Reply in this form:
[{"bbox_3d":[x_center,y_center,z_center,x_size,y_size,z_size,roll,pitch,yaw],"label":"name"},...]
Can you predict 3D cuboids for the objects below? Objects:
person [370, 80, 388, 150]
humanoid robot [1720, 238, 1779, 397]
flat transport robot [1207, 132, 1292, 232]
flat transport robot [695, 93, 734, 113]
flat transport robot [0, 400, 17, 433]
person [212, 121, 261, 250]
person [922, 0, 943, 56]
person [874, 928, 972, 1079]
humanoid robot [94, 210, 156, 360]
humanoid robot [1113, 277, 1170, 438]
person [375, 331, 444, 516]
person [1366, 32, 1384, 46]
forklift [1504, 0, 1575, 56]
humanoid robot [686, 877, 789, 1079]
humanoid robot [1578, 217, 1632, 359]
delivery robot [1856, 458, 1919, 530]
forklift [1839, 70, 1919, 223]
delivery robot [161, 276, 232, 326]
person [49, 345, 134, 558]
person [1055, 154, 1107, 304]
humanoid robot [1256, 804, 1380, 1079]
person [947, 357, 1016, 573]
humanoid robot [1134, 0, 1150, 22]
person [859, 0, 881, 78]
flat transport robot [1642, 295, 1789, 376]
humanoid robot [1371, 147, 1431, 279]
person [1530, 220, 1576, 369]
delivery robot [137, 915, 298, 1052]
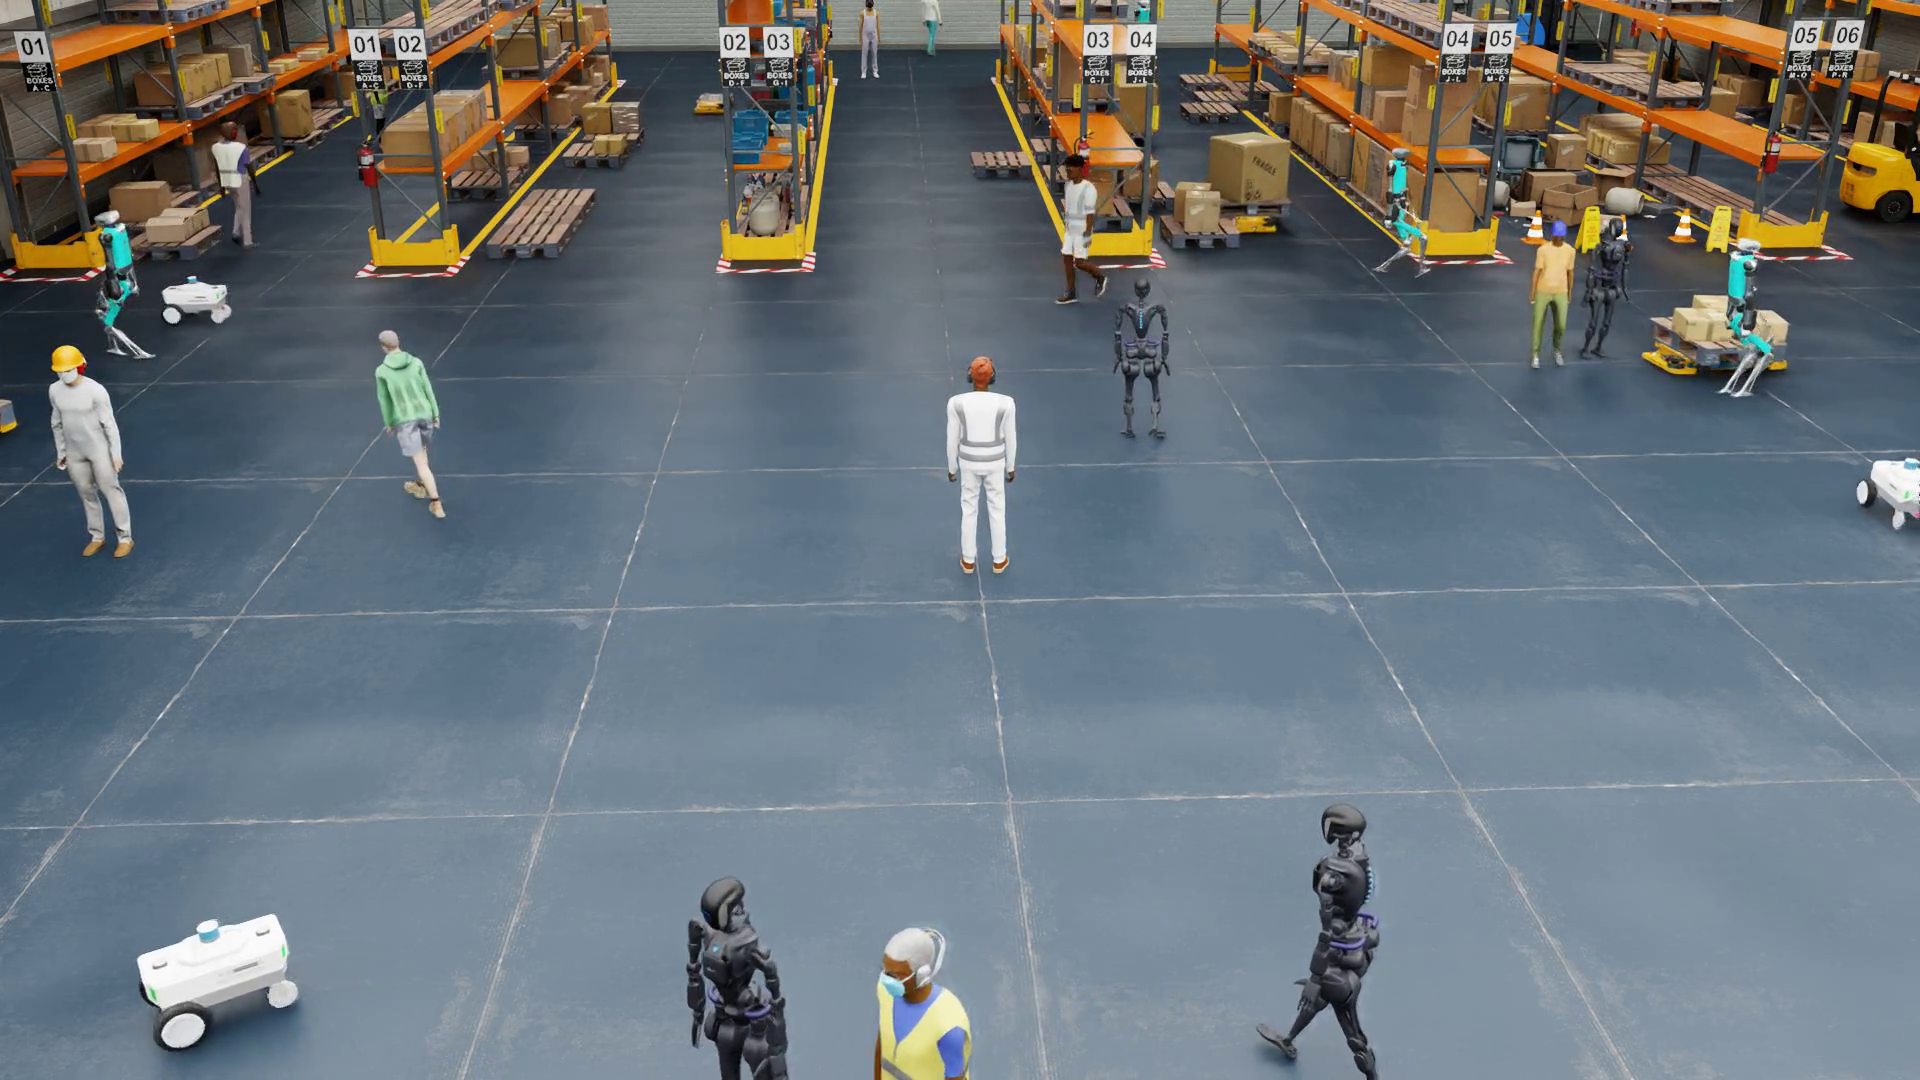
[{"bbox_3d":[-10.831,-8.166,31.068,0.320,1.692,0.531,-3,24,-7],"label":"person"},{"bbox_3d":[8.599,-2.376,18.012,0.733,1.796,0.535,0,24,1],"label":"humanoid robot"},{"bbox_3d":[4.414,-5.017,25.746,0.659,0.231,1.431,-1,24,-2],"label":"flat transport robot"},{"bbox_3d":[-5.217,-9.290,35.348,0.659,0.231,1.431,0,24,0],"label":"flat transport robot"},{"bbox_3d":[-10.313,-1.009,16.741,0.659,0.231,1.431,6,25,13],"label":"flat transport robot"},{"bbox_3d":[-10.443,-5.117,24.059,0.562,1.827,0.470,8,25,17],"label":"person"},{"bbox_3d":[-0.697,-13.277,42.484,0.554,1.753,0.472,21,31,38],"label":"person"},{"bbox_3d":[-0.155,2.430,7.038,0.562,1.875,0.570,21,31,39],"label":"person"},{"bbox_3d":[-9.893,-2.925,19.264,0.877,1.782,0.556,1,24,2],"label":"humanoid robot"},{"bbox_3d":[1.851,-1.835,16.874,0.586,1.646,0.413,3,24,6],"label":"humanoid robot"},{"bbox_3d":[-5.031,-1.086,15.161,0.471,1.680,0.843,-20,31,-37],"label":"person"},{"bbox_3d":[10.372,-12.924,41.692,0.963,1.751,0.577,-4,24,-9],"label":"person"},{"bbox_3d":[14.700,-13.805,42.301,1.873,2.768,1.129,-1,24,-2],"label":"forklift"},{"bbox_3d":[-0.958,2.215,7.765,0.589,1.638,0.509,14,28,29],"label":"humanoid robot"},{"bbox_3d":[7.511,-2.928,19.316,0.609,1.654,0.329,-8,25,-17],"label":"humanoid robot"},{"bbox_3d":[8.587,-0.455,15.150,0.499,0.601,0.783,1,24,3],"label":"delivery robot"},{"bbox_3d":[15.132,-6.143,25.915,2.313,2.155,1.214,-1,24,-2],"label":"forklift"},{"bbox_3d":[-9.608,-2.997,20.876,0.816,0.612,0.499,-2,24,-4],"label":"delivery robot"},{"bbox_3d":[-7.435,-0.757,14.188,0.569,1.889,0.389,2,24,4],"label":"person"},{"bbox_3d":[1.565,-3.997,21.391,0.598,1.944,0.621,-15,28,-30],"label":"person"},{"bbox_3d":[1.865,2.047,8.206,0.812,1.621,0.605,15,28,30],"label":"humanoid robot"},{"bbox_3d":[0.183,-0.614,13.868,0.572,1.883,0.359,1,24,3],"label":"person"},{"bbox_3d":[4.124,-11.839,39.106,0.533,1.676,0.735,-17,29,-33],"label":"humanoid robot"},{"bbox_3d":[-2.109,-11.795,39.015,0.519,1.864,0.372,-5,24,-11],"label":"person"},{"bbox_3d":[8.730,-2.129,19.256,1.431,0.231,0.659,-4,24,-9],"label":"flat transport robot"},{"bbox_3d":[6.175,-4.405,22.637,1.030,1.777,0.533,17,29,34],"label":"humanoid robot"},{"bbox_3d":[6.778,-2.802,18.997,0.498,1.706,0.385,7,25,16],"label":"person"},{"bbox_3d":[-3.997,2.313,8.908,0.764,0.582,0.499,-15,28,-30],"label":"delivery robot"}]
